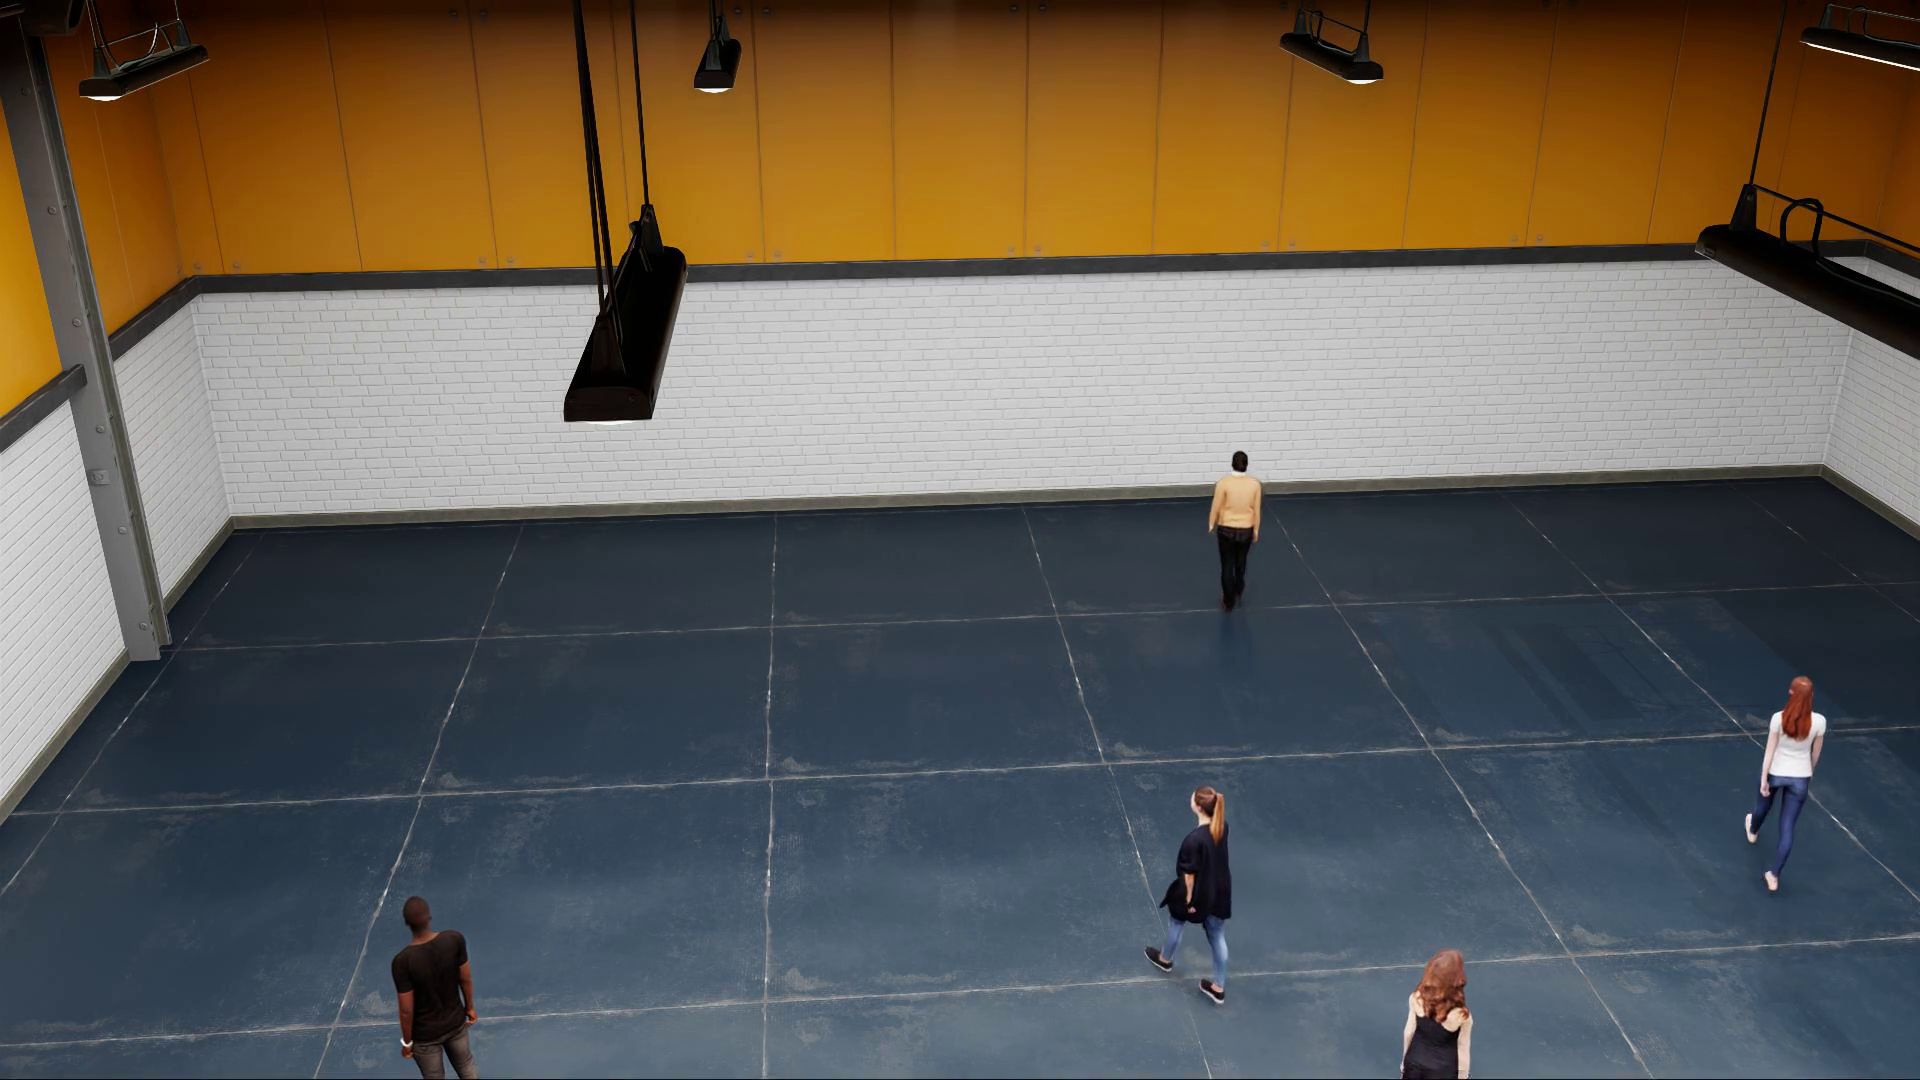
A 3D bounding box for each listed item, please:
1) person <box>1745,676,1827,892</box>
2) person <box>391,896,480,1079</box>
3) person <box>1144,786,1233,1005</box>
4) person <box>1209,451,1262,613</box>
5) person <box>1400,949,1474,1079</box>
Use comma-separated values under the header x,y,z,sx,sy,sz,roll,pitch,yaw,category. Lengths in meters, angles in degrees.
x,y,z,sx,sy,sz,roll,pitch,yaw,category
6.427,1.920,12.909,0.895,1.689,1.199,8,25,18,person
-3.240,2.991,10.317,0.719,1.804,0.745,-21,31,-39,person
1.773,2.507,11.611,0.899,1.655,1.049,-15,28,-31,person
2.887,-0.059,17.379,0.662,1.736,0.777,-3,24,-7,person
2.761,3.217,9.883,0.758,1.737,0.825,15,28,30,person
